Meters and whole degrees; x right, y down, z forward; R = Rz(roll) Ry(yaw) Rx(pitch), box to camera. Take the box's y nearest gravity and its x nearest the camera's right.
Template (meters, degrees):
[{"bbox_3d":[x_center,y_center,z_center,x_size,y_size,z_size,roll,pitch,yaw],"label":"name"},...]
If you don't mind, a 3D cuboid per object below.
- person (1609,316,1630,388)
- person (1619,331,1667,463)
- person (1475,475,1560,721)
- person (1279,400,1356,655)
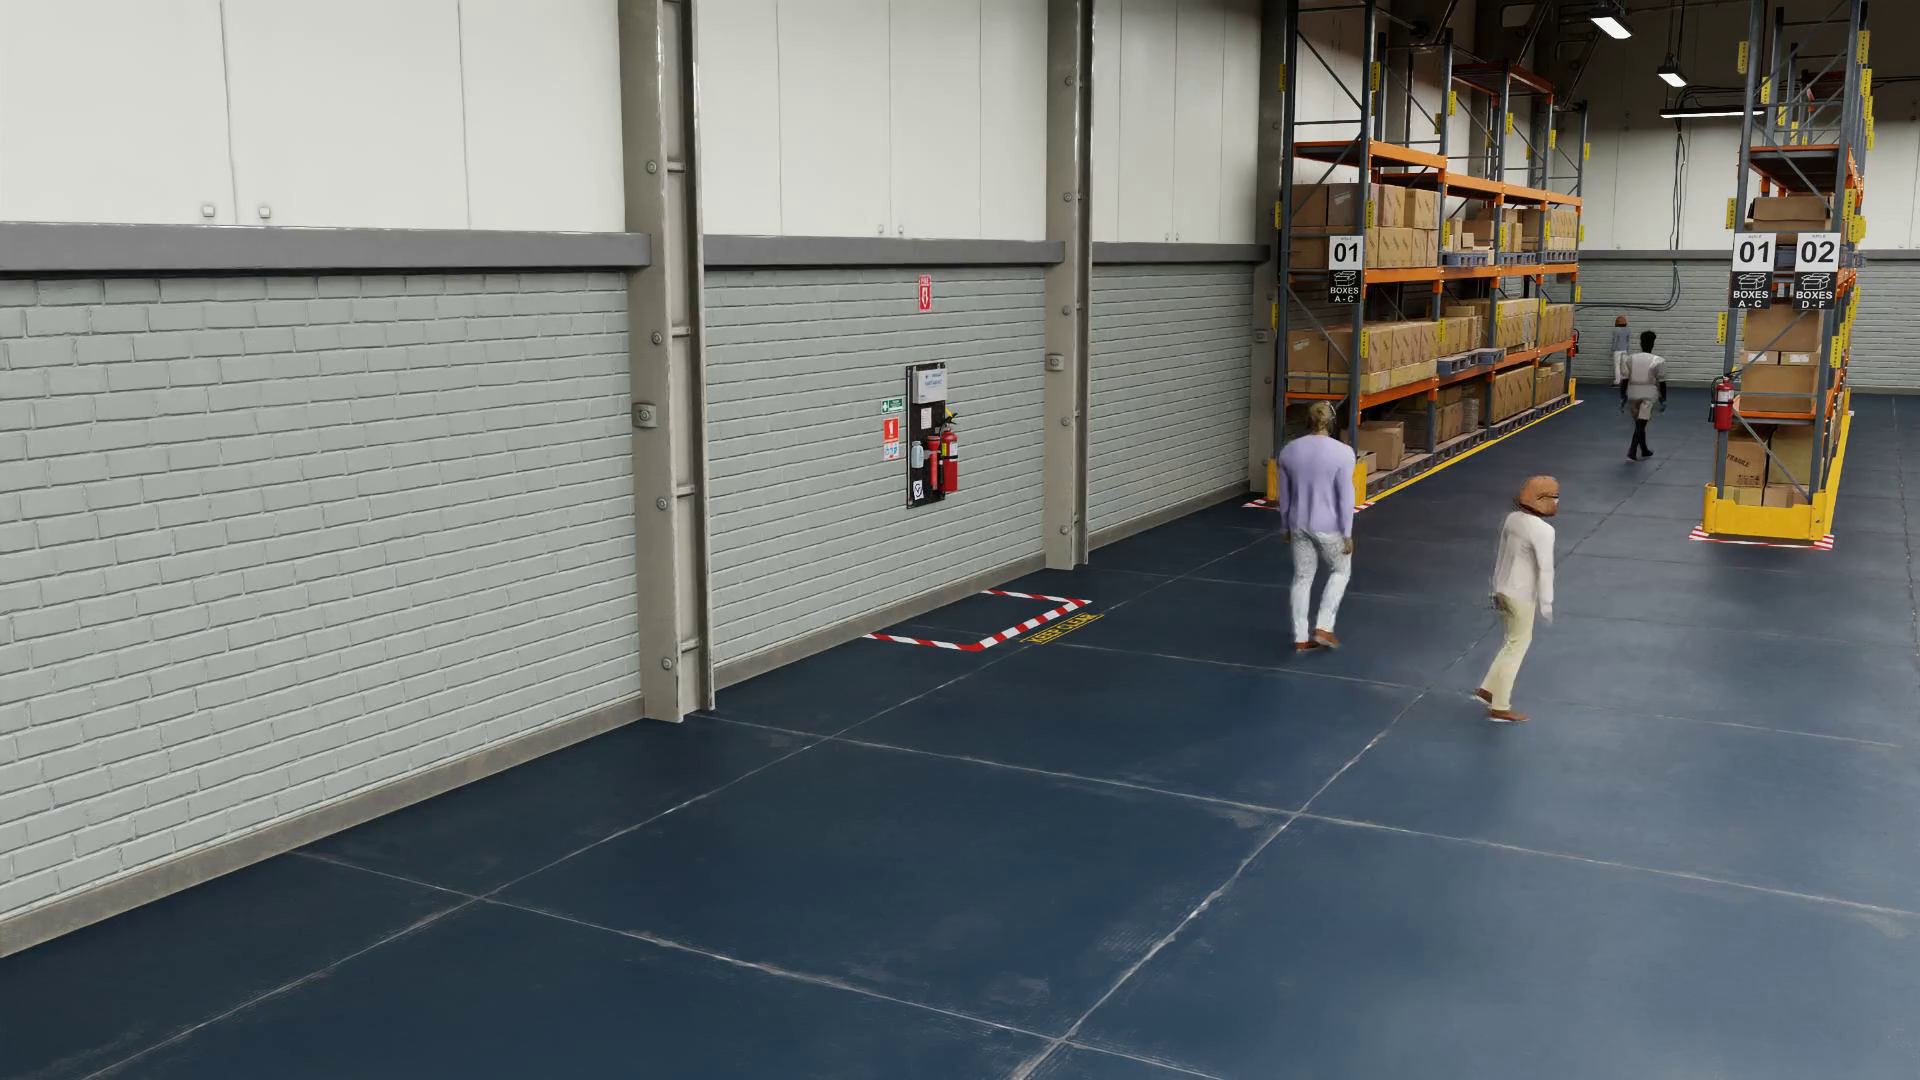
[{"bbox_3d":[15.046,-4.289,37.938,0.507,1.631,0.277,-4,11,-24],"label":"person"},{"bbox_3d":[9.952,-2.085,24.214,1.029,1.916,0.611,-9,13,-44],"label":"person"},{"bbox_3d":[3.599,0.382,10.660,0.390,1.609,0.519,-1,10,-7],"label":"person"},{"bbox_3d":[2.696,-0.092,12.523,0.656,1.918,0.532,8,13,41],"label":"person"}]
